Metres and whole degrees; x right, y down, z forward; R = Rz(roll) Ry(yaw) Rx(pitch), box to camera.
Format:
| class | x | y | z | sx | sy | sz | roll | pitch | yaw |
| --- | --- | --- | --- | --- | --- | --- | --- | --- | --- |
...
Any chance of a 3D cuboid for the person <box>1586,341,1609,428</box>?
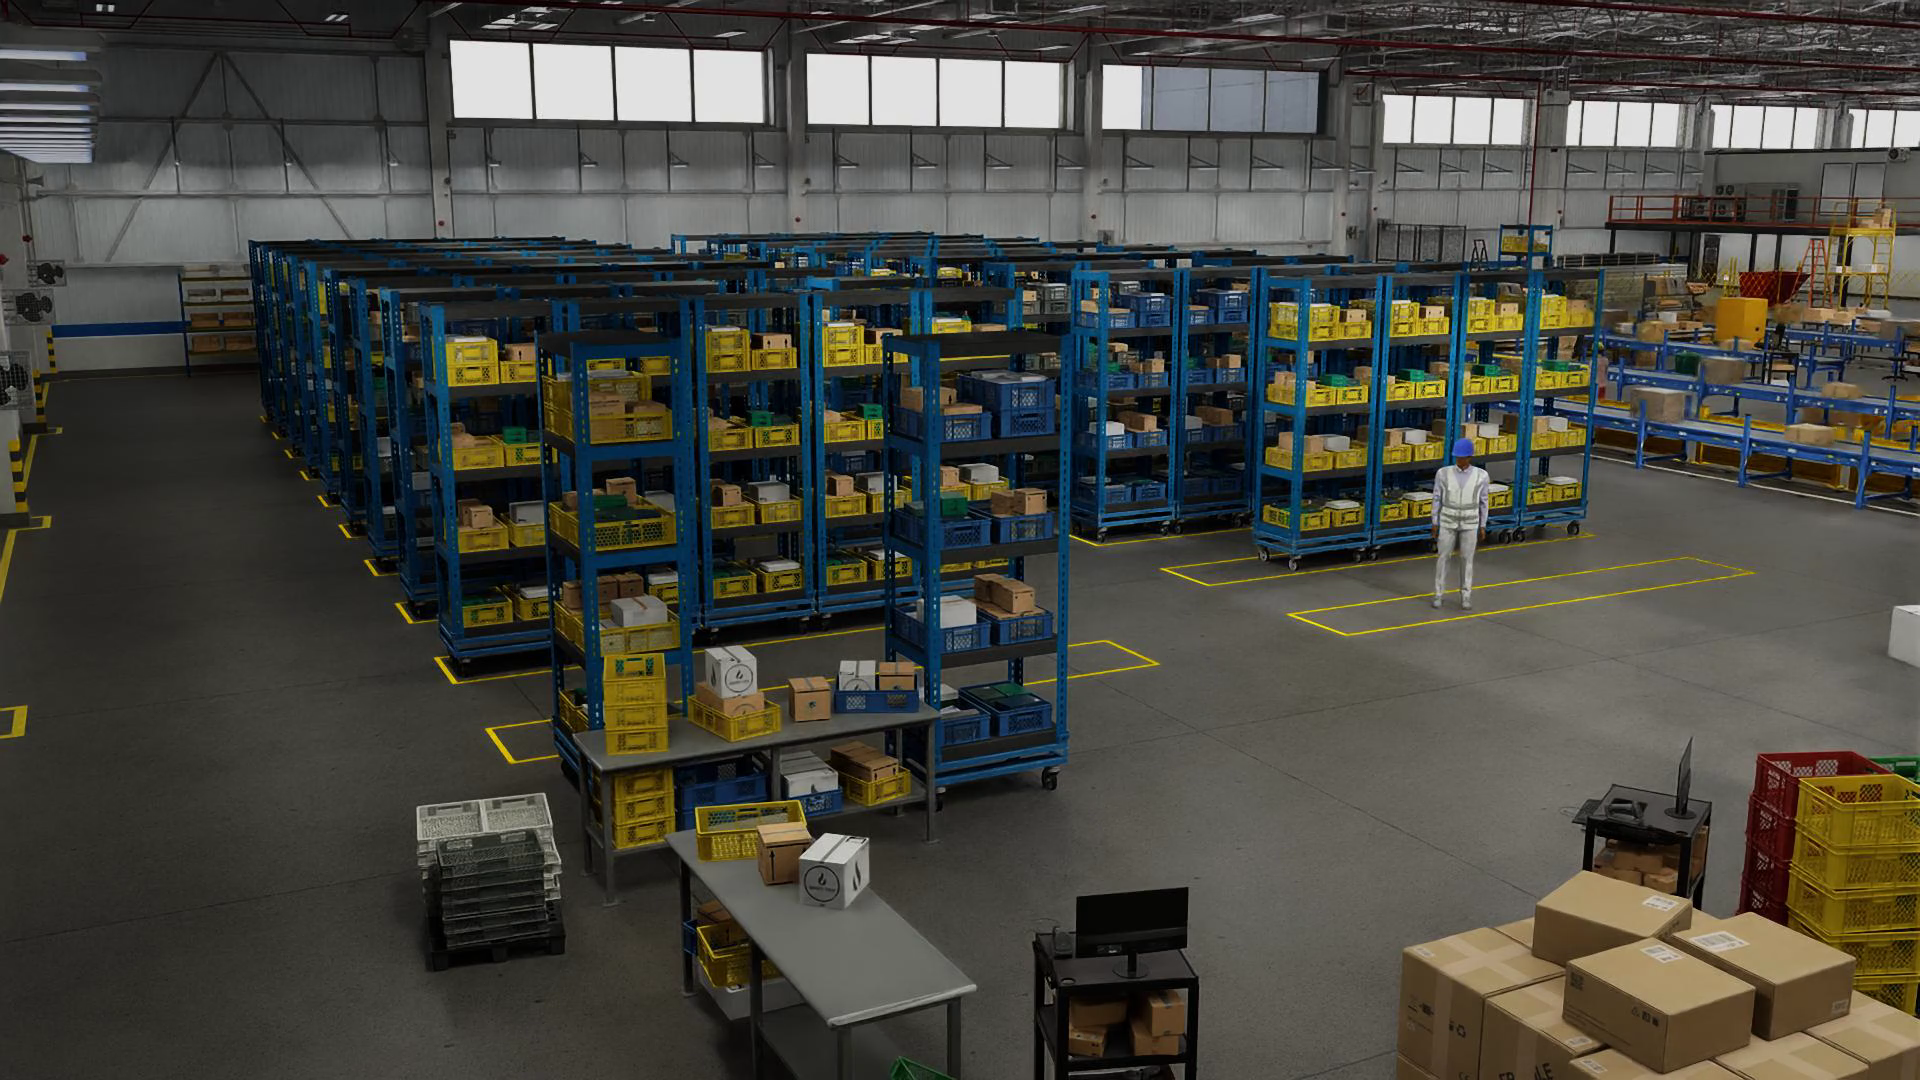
| class | x | y | z | sx | sy | sz | roll | pitch | yaw |
| --- | --- | --- | --- | --- | --- | --- | --- | --- | --- |
| person | 12.145 | -2.912 | 31.761 | 0.526 | 1.765 | 0.329 | -7 | 14 | -30 |

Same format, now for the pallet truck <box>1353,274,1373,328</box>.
| class | x | y | z | sx | sy | sz | roll | pitch | yaw |
| --- | --- | --- | --- | --- | --- | --- | --- | --- | --- |
| pallet truck | 13.011 | -8.050 | 55.243 | 0.823 | 1.965 | 1.885 | -7 | 14 | -28 |

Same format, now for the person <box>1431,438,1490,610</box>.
| class | x | y | z | sx | sy | sz | roll | pitch | yaw |
| --- | --- | --- | --- | --- | --- | --- | --- | --- | --- |
| person | 5.574 | -0.180 | 18.557 | 0.605 | 1.944 | 0.403 | 4 | 13 | 16 |
